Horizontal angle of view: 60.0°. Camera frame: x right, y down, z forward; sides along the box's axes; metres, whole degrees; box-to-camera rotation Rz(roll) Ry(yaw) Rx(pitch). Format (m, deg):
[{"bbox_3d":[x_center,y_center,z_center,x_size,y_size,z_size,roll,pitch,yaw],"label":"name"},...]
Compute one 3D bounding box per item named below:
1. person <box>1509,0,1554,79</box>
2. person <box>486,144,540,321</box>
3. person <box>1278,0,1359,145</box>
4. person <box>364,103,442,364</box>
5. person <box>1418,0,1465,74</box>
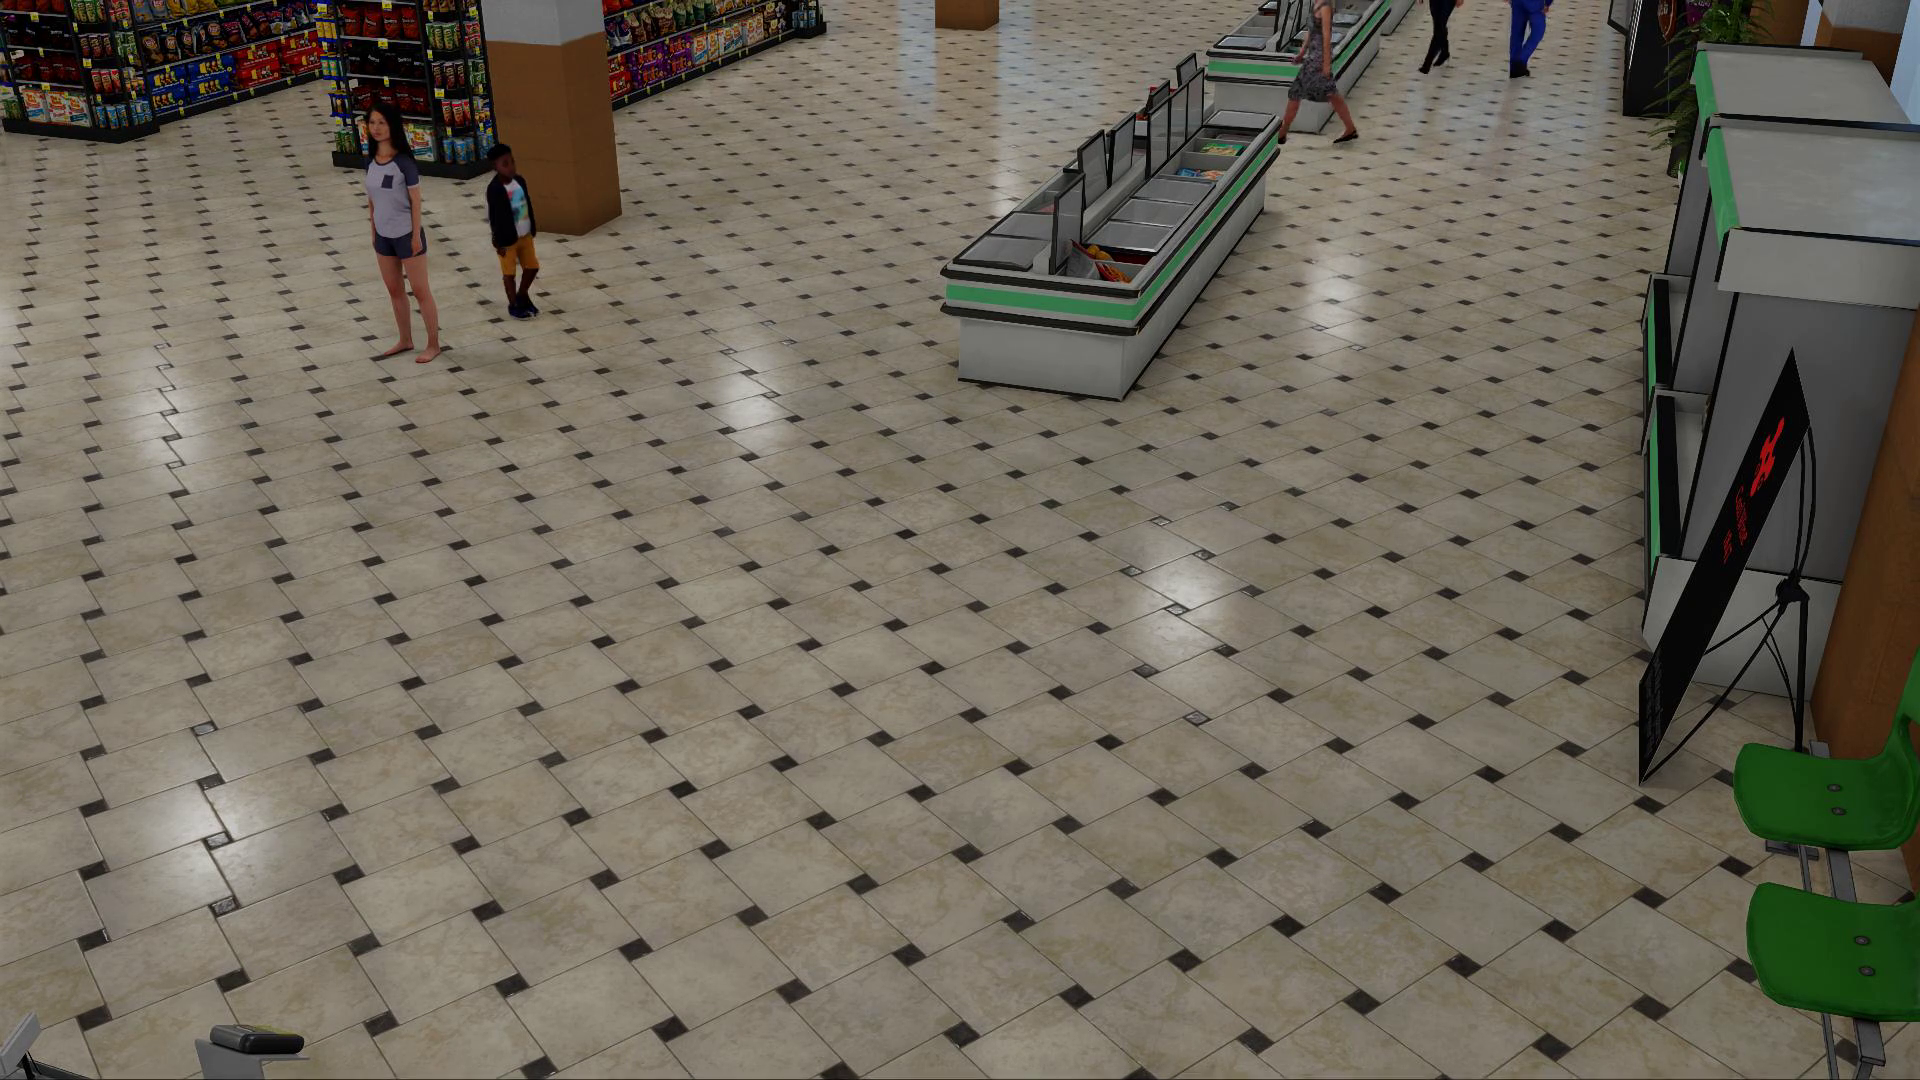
[{"bbox_3d":[6.523,-6.222,19.175,0.874,1.809,0.906,21,34,36],"label":"person"},{"bbox_3d":[-3.229,-2.198,11.844,0.640,1.262,0.524,17,32,30],"label":"person"},{"bbox_3d":[3.608,-4.650,16.255,0.755,1.646,1.140,4,27,8],"label":"person"},{"bbox_3d":[-3.721,-2.039,11.038,0.616,1.707,0.562,13,30,24],"label":"person"},{"bbox_3d":[5.751,-6.469,19.653,0.877,1.817,1.340,18,32,31],"label":"person"}]
